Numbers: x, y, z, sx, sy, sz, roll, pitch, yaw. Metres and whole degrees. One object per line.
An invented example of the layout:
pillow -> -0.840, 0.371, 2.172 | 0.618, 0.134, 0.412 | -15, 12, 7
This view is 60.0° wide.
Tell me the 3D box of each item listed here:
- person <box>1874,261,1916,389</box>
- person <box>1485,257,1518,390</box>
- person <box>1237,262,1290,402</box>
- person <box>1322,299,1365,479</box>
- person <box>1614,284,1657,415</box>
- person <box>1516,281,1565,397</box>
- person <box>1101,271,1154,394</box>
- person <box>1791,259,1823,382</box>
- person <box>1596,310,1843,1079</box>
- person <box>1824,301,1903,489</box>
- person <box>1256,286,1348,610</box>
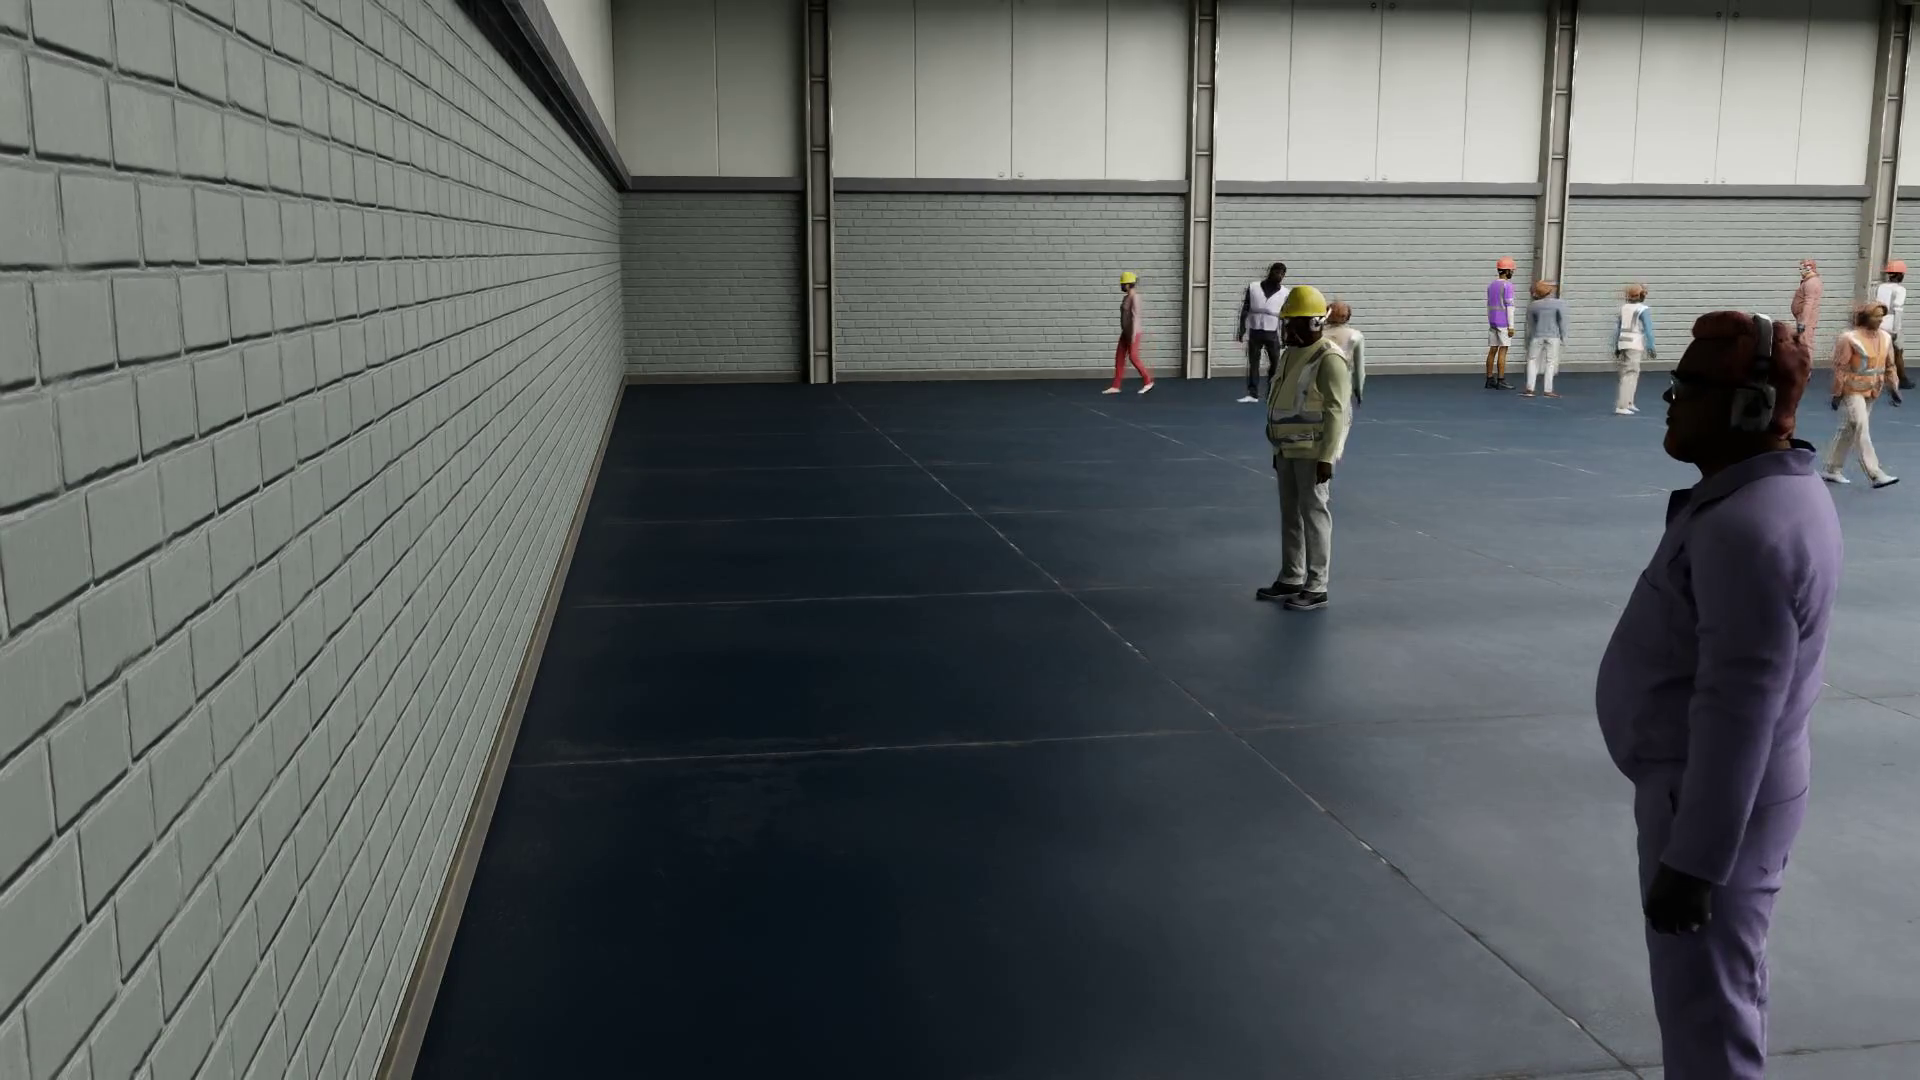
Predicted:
person -> 13.583, -3.131, 24.322 | 0.996, 1.890, 0.546 | -4, 10, -19
person -> 7.959, -3.173, 24.408 | 0.361, 1.938, 0.545 | -3, 10, -18
person -> 4.051, -2.763, 22.249 | 0.692, 1.877, 0.375 | 2, 10, 9
person -> 3.251, -1.291, 14.512 | 0.521, 1.617, 0.550 | 4, 11, 24
person -> 8.408, -2.359, 20.648 | 0.606, 1.619, 0.535 | -2, 10, -13
person -> 8.086, -2.779, 23.085 | 0.596, 1.615, 0.329 | 3, 10, 16
person -> 2.415, -2.934, 23.597 | 0.726, 1.744, 0.537 | -3, 10, -14
person -> 13.121, -3.402, 25.832 | 0.409, 1.904, 0.639 | 6, 12, 32
person -> 1.445, 0.516, 3.245 | 0.409, 1.913, 0.648 | 5, 11, 28
person -> 7.768, -1.232, 14.222 | 0.515, 1.593, 0.860 | -4, 11, -22
person -> 1.940, -0.523, 9.456 | 0.404, 1.828, 0.600 | -3, 10, -18
